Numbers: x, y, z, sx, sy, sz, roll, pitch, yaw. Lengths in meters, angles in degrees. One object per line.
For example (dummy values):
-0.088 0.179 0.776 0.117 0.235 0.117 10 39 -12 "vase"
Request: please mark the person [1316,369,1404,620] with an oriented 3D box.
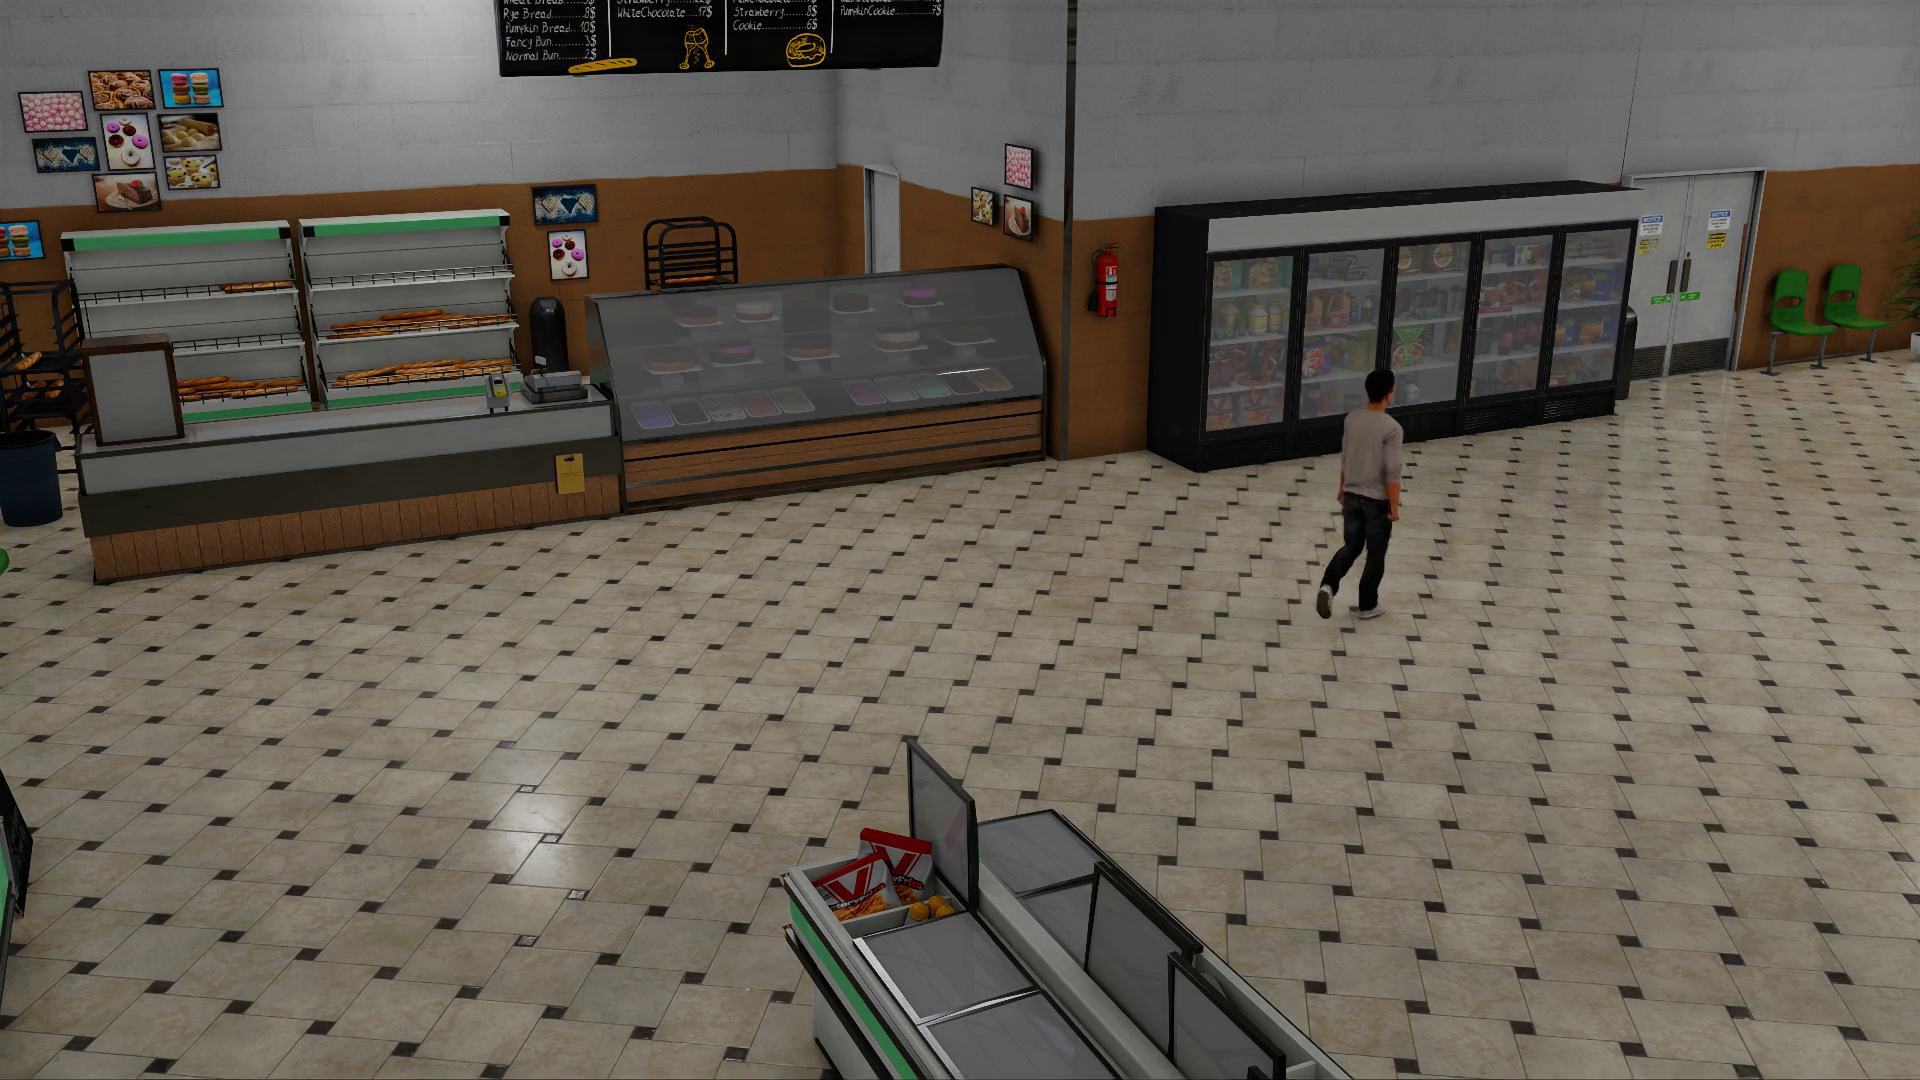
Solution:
2.733 -0.270 11.367 0.882 1.794 0.967 -15 24 -38 "person"
